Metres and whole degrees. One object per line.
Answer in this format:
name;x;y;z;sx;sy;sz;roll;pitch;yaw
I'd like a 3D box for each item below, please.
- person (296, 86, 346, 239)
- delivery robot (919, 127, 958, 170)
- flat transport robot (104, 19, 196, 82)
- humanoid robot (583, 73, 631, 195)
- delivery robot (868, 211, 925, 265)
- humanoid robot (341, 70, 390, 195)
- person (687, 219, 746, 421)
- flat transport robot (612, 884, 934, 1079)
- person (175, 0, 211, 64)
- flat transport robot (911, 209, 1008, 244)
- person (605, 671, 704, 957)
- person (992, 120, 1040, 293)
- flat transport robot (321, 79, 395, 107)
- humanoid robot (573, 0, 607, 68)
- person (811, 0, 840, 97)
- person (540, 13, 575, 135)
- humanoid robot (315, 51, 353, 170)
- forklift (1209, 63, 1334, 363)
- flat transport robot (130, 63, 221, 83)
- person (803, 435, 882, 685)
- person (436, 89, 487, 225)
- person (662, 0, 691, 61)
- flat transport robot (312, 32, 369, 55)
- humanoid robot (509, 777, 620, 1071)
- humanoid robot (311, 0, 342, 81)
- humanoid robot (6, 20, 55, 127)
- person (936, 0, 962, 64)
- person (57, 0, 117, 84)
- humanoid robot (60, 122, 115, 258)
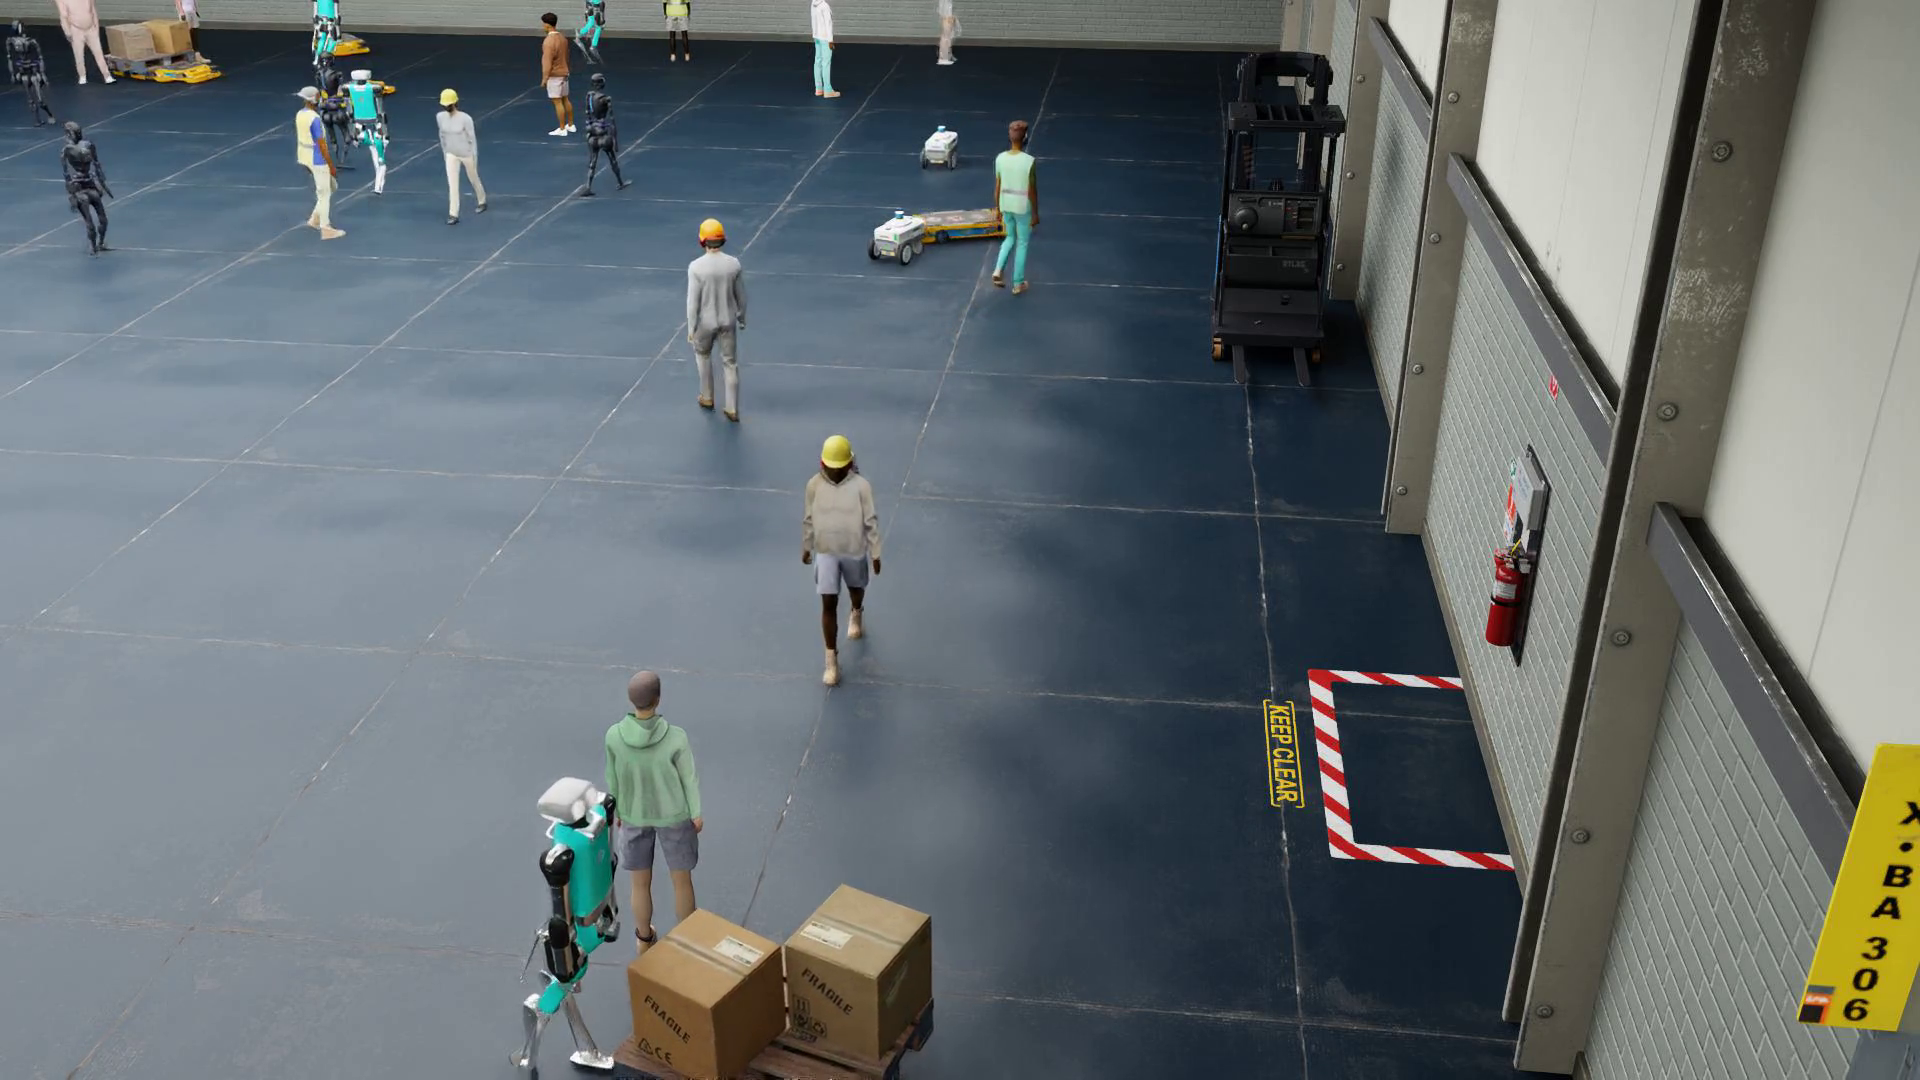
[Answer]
person;-7.963;-4.674;20.681;0.467;1.881;0.546;-18;32;-32
delivery robot;-0.272;-5.713;24.217;0.499;0.587;0.782;6;27;12
flat transport robot;-14.605;-8.509;30.125;1.431;0.231;0.659;15;30;27
humanoid robot;-4.915;-5.547;22.705;0.593;1.629;0.793;18;32;32
delivery robot;-0.748;-3.659;20.142;0.503;0.612;0.783;15;30;27
humanoid robot;-7.961;-5.531;22.539;0.539;1.725;1.014;-2;27;-4
person;-2.291;-2.071;15.481;0.605;1.870;0.755;-11;29;-20
flat transport robot;-0.884;2.586;7.975;0.659;0.231;1.431;11;29;21
person;-14.271;-9.818;30.776;0.400;2.035;0.608;2;27;4
flat transport robot;0.011;-3.981;21.086;1.431;0.231;0.659;-6;27;-13
person;-1.569;1.451;8.596;0.472;1.743;0.342;1;27;2
person;0.644;-3.721;18.679;0.492;1.963;0.490;16;31;29
flat transport robot;-10.355;-7.614;28.339;0.659;0.231;1.431;9;28;17
humanoid robot;-6.839;-9.503;30.523;0.749;1.844;0.542;-24;35;-39
person;-2.328;-8.533;28.337;0.381;1.917;0.487;-19;32;-33
person;-6.246;-7.233;25.818;0.401;1.847;0.797;6;27;11
humanoid robot;-9.006;-6.138;23.830;0.588;1.648;0.459;10;28;20
forklift;3.241;-3.477;17.183;1.129;2.768;1.873;3;27;6
flat transport robot;-14.136;-8.425;29.957;1.431;0.231;0.659;8;28;16
person;-0.811;0.040;11.447;0.561;1.715;0.908;1;27;1
person;-6.454;-5.001;21.507;0.539;1.702;0.912;4;27;8
person;-5.310;-9.864;31.245;0.534;1.689;0.321;-4;27;-8
flat transport robot;-12.104;-9.679;32.460;0.659;0.231;1.431;-18;32;-32
humanoid robot;-1.967;1.891;7.837;0.789;1.887;0.556;8;28;15
humanoid robot;-11.115;-8.768;29.020;0.532;1.808;0.675;7;27;14
humanoid robot;-14.704;-7.371;26.276;0.603;1.645;0.335;0;27;0
person;-0.188;-9.782;30.887;0.534;1.858;0.530;0;27;0
person;-15.414;-8.945;29.229;0.878;1.869;0.679;22;34;36
humanoid robot;-10.549;-4.223;20.025;0.447;1.639;0.597;7;27;14
